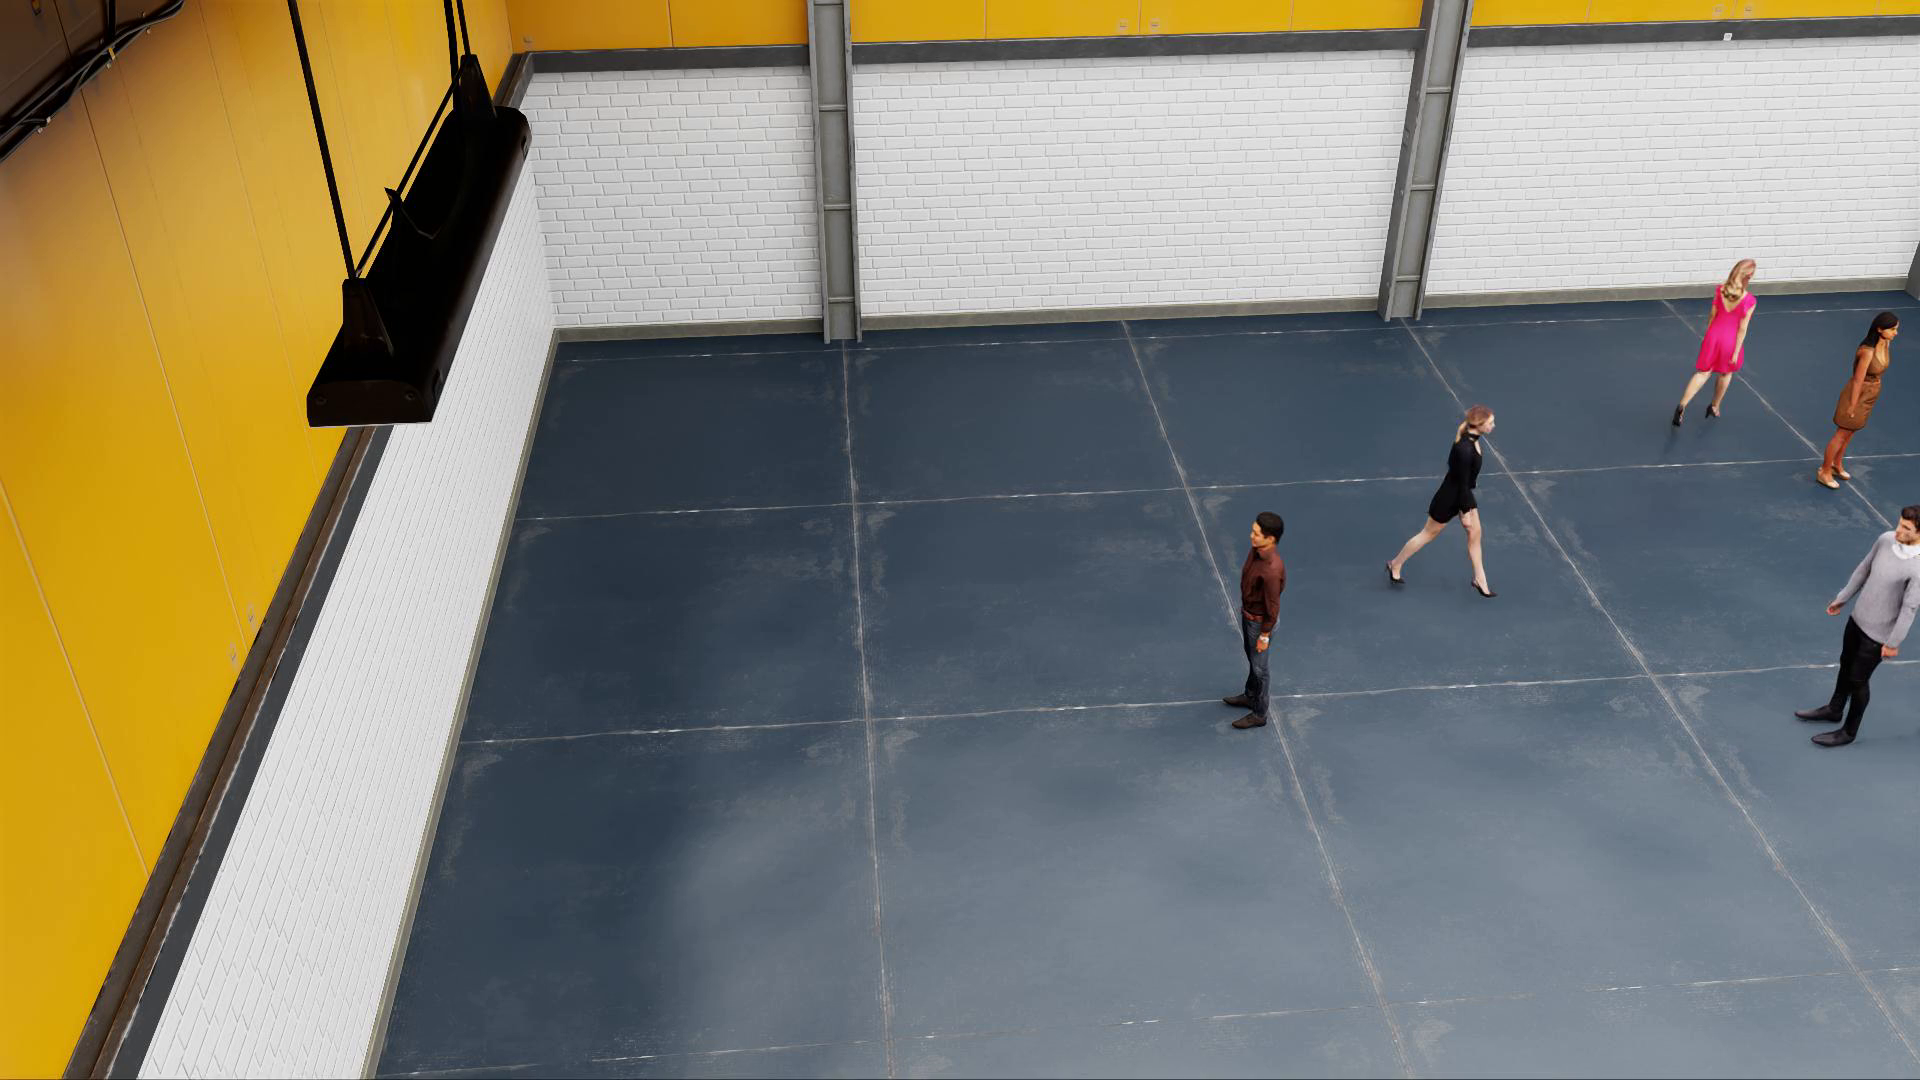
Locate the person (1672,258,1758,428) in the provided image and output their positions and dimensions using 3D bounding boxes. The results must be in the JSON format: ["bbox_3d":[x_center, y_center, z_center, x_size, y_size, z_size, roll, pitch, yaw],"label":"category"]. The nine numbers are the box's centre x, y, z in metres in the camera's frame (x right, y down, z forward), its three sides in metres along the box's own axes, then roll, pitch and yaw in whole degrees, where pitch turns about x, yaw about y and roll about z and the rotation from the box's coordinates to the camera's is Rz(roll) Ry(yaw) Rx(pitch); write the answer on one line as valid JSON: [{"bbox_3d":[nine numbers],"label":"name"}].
[{"bbox_3d":[7.031,-1.799,15.475,1.080,1.696,0.912,-23,40,-30],"label":"person"}]

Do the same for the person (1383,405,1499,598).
[{"bbox_3d":[3.831,-0.286,13.185,1.220,1.711,0.928,11,35,17],"label":"person"}]

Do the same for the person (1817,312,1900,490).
[{"bbox_3d":[7.913,-1.247,14.652,0.611,1.688,0.691,-27,42,-34],"label":"person"}]

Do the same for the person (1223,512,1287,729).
[{"bbox_3d":[2.140,0.564,11.844,0.489,1.779,0.648,-3,34,-4],"label":"person"}]

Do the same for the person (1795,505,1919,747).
[{"bbox_3d":[6.483,0.568,11.711,0.688,1.921,0.768,-1,34,-1],"label":"person"}]
